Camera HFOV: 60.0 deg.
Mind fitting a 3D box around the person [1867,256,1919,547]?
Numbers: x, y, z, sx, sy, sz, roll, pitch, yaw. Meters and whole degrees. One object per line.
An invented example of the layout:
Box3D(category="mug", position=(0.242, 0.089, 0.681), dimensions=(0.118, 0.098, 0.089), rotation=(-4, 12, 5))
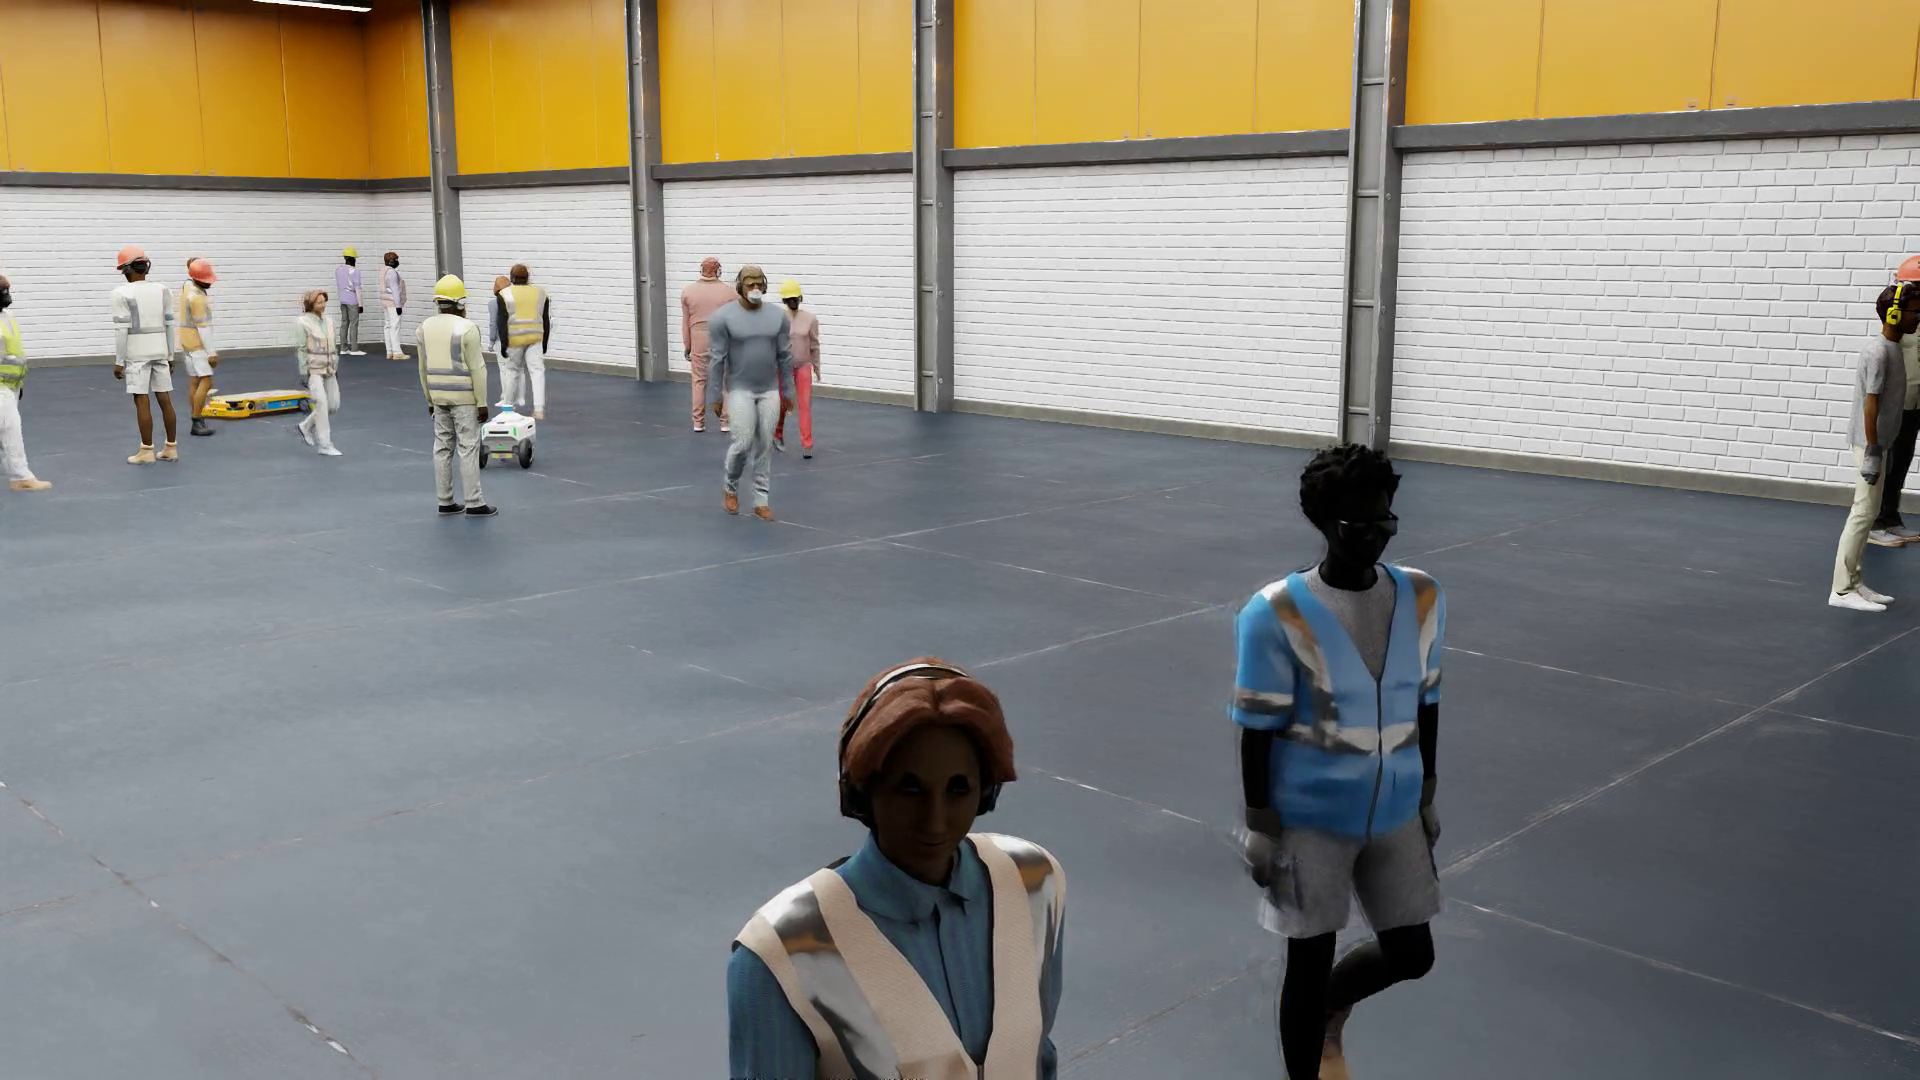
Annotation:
Box3D(category="person", position=(6.517, -0.955, 11.495), dimensions=(0.635, 1.990, 0.396), rotation=(-9, 13, -39))

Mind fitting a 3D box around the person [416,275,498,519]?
Box3D(category="person", position=(-3.793, -1.075, 12.564), dimensions=(0.596, 1.837, 0.404), rotation=(5, 11, 25))

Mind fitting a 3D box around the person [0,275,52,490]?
Box3D(category="person", position=(-8.128, -1.310, 13.920), dimensions=(0.833, 1.817, 0.633), rotation=(-1, 10, -4))

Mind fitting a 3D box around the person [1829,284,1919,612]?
Box3D(category="person", position=(5.238, -0.520, 9.490), dimensions=(0.321, 1.862, 0.509), rotation=(7, 13, 34))

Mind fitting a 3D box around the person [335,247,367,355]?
Box3D(category="person", position=(-10.853, -4.248, 29.652), dimensions=(0.580, 1.918, 0.399), rotation=(6, 12, 28))

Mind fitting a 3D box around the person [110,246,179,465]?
Box3D(category="person", position=(-7.608, -1.711, 15.495), dimensions=(0.385, 2.035, 0.605), rotation=(6, 12, 28))

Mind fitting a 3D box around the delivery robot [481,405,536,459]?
Box3D(category="delivery robot", position=(-4.188, -1.010, 15.449), dimensions=(0.477, 0.478, 0.707), rotation=(0, 10, 0))

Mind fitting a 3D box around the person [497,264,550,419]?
Box3D(category="person", position=(-5.118, -2.323, 19.503), dimensions=(0.648, 1.786, 0.968), rotation=(-6, 12, -30))

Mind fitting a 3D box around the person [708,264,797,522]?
Box3D(category="person", position=(-1.539, -1.086, 12.398), dimensions=(0.643, 1.927, 0.436), rotation=(-6, 12, -30))

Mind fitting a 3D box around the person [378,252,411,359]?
Box3D(category="person", position=(-9.769, -4.036, 28.698), dimensions=(0.429, 1.845, 0.621), rotation=(-8, 13, -37))

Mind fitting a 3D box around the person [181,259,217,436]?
Box3D(category="person", position=(-8.162, -2.064, 17.865), dimensions=(0.367, 1.884, 0.672), rotation=(-7, 13, -34))

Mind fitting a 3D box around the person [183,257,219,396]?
Box3D(category="person", position=(-10.140, -2.839, 22.162), dimensions=(0.331, 1.842, 0.520), rotation=(-3, 11, -14))

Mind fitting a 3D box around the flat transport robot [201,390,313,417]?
Box3D(category="flat transport robot", position=(-8.368, -1.650, 19.972), dimensions=(0.652, 0.197, 1.431), rotation=(5, 11, 25))

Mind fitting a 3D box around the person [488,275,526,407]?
Box3D(category="person", position=(-5.647, -2.474, 20.746), dimensions=(0.278, 1.633, 0.499), rotation=(10, 14, 43))

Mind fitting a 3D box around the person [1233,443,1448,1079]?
Box3D(category="person", position=(0.853, 0.610, 3.787), dimensions=(0.545, 1.679, 0.406), rotation=(-3, 11, -18))

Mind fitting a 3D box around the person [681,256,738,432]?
Box3D(category="person", position=(-2.687, -2.110, 18.034), dimensions=(0.641, 1.903, 0.401), rotation=(0, 10, 2))

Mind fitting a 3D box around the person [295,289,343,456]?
Box3D(category="person", position=(-6.277, -1.628, 16.172), dimensions=(0.567, 1.622, 0.521), rotation=(4, 11, 22))

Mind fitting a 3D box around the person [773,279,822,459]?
Box3D(category="person", position=(-1.627, -1.672, 16.152), dimensions=(0.565, 1.714, 0.901), rotation=(-3, 11, -16))

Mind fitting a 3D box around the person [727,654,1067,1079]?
Box3D(category="person", position=(-0.062, 0.944, 2.098), dimensions=(0.518, 1.636, 0.312), rotation=(-9, 14, -40))
